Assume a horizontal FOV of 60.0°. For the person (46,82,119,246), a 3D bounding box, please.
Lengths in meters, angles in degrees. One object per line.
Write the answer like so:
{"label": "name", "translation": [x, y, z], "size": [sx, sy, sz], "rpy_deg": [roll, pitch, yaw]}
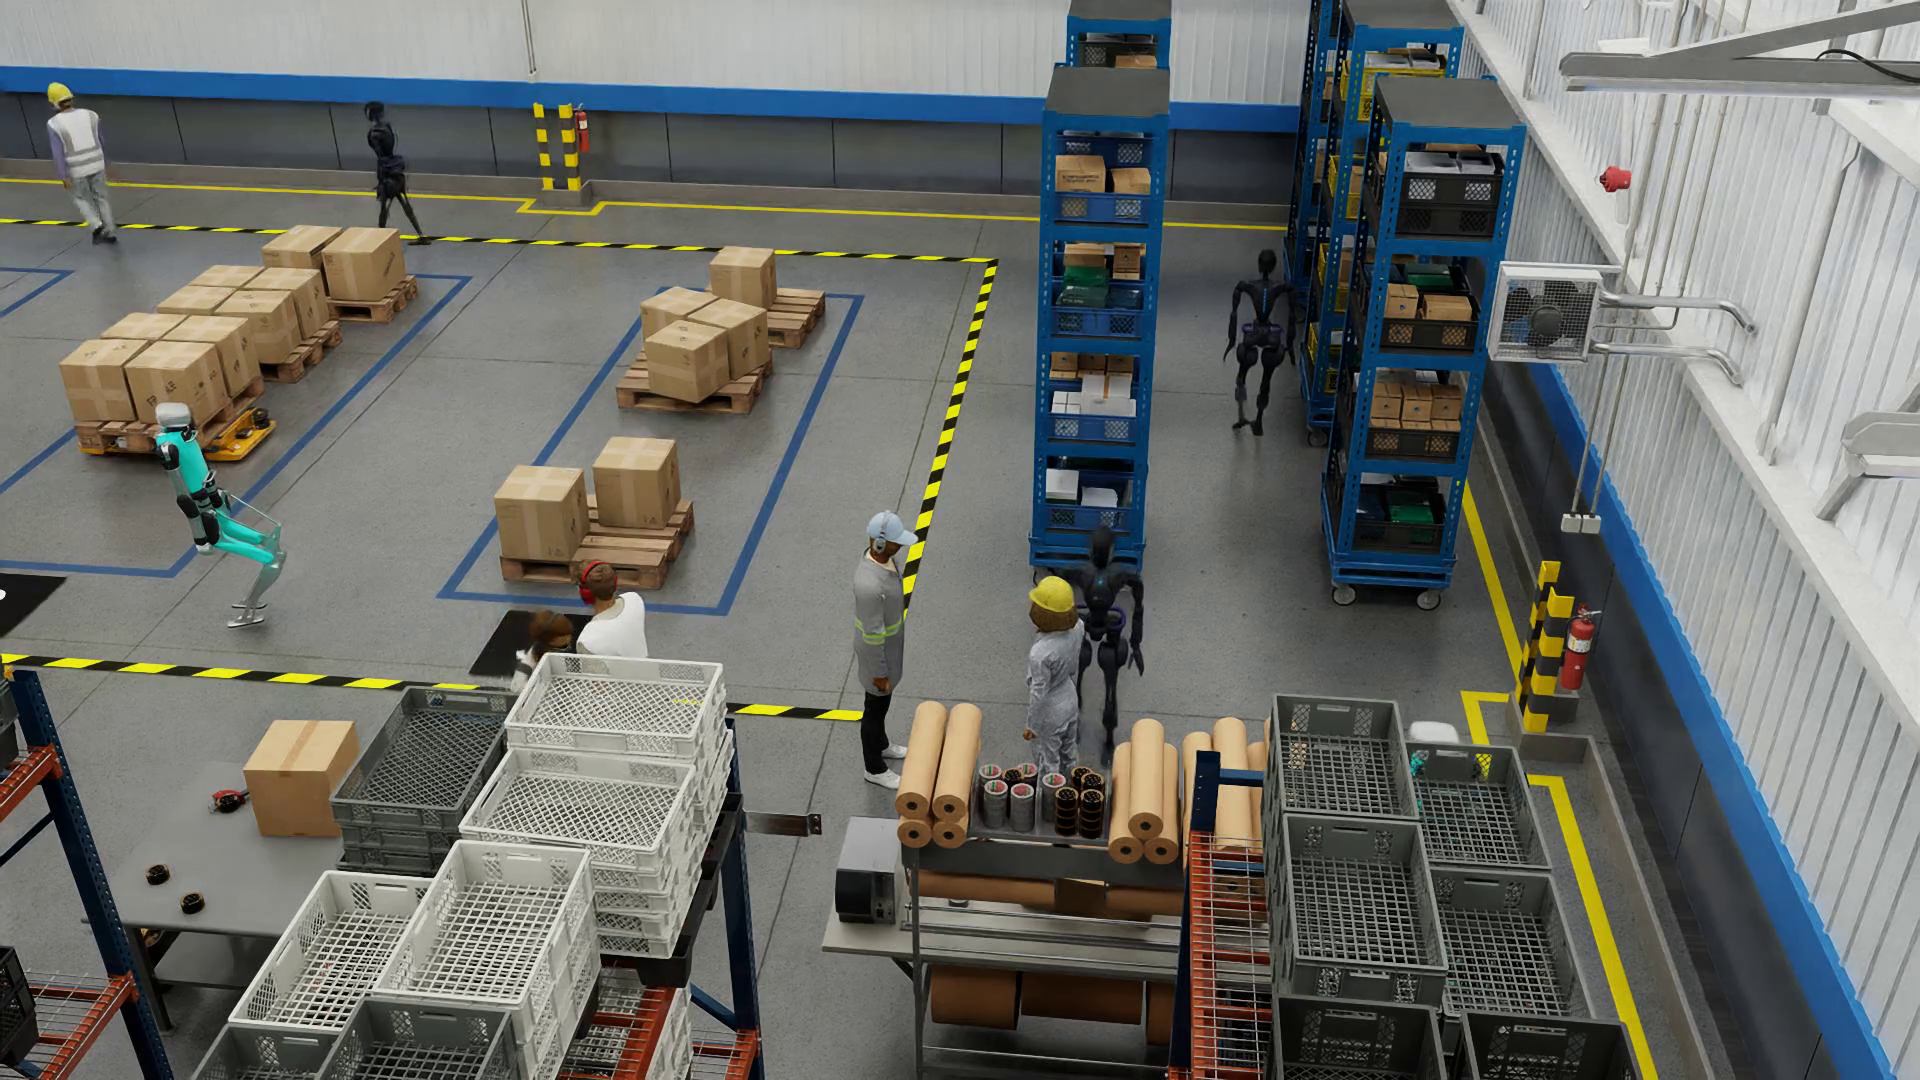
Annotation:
{"label": "person", "translation": [-9.569, -4.073, 18.133], "size": [0.427, 1.813, 0.613], "rpy_deg": [21, 36, 32]}

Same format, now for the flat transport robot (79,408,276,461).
{"label": "flat transport robot", "translation": [-6.712, -0.943, 14.266], "size": [1.431, 0.197, 0.652], "rpy_deg": [3, 30, 6]}

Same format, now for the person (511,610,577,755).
{"label": "person", "translation": [-2.228, 1.129, 9.197], "size": [0.448, 1.810, 0.553], "rpy_deg": [10, 32, 17]}

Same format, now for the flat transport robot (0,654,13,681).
{"label": "flat transport robot", "translation": [-7.142, 0.969, 11.010], "size": [1.431, 0.231, 0.659], "rpy_deg": [3, 30, 6]}

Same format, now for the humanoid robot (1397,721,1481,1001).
{"label": "humanoid robot", "translation": [2.265, 1.826, 8.172], "size": [0.543, 1.884, 0.740], "rpy_deg": [-3, 30, -4]}

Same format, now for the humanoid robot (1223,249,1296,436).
{"label": "humanoid robot", "translation": [2.560, -1.664, 14.129], "size": [0.610, 1.642, 0.374], "rpy_deg": [3, 30, 5]}

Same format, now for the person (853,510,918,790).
{"label": "person", "translation": [-0.441, 0.643, 9.998], "size": [0.393, 1.850, 0.587], "rpy_deg": [2, 30, 4]}

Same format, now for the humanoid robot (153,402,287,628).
{"label": "humanoid robot", "translation": [-4.971, -0.181, 11.392], "size": [0.735, 1.677, 0.533], "rpy_deg": [-4, 30, -7]}

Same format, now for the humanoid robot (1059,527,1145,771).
{"label": "humanoid robot", "translation": [0.830, 0.615, 10.229], "size": [0.615, 1.646, 0.524], "rpy_deg": [2, 30, 4]}

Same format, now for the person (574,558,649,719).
{"label": "person", "translation": [-1.938, 0.931, 9.508], "size": [0.378, 1.841, 0.565], "rpy_deg": [11, 32, 18]}

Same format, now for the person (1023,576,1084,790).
{"label": "person", "translation": [0.517, 0.961, 9.554], "size": [0.289, 1.746, 0.486], "rpy_deg": [18, 35, 27]}

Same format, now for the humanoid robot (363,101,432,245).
{"label": "humanoid robot", "translation": [-6.258, -3.976, 18.126], "size": [0.718, 1.626, 0.585], "rpy_deg": [-2, 30, -4]}
